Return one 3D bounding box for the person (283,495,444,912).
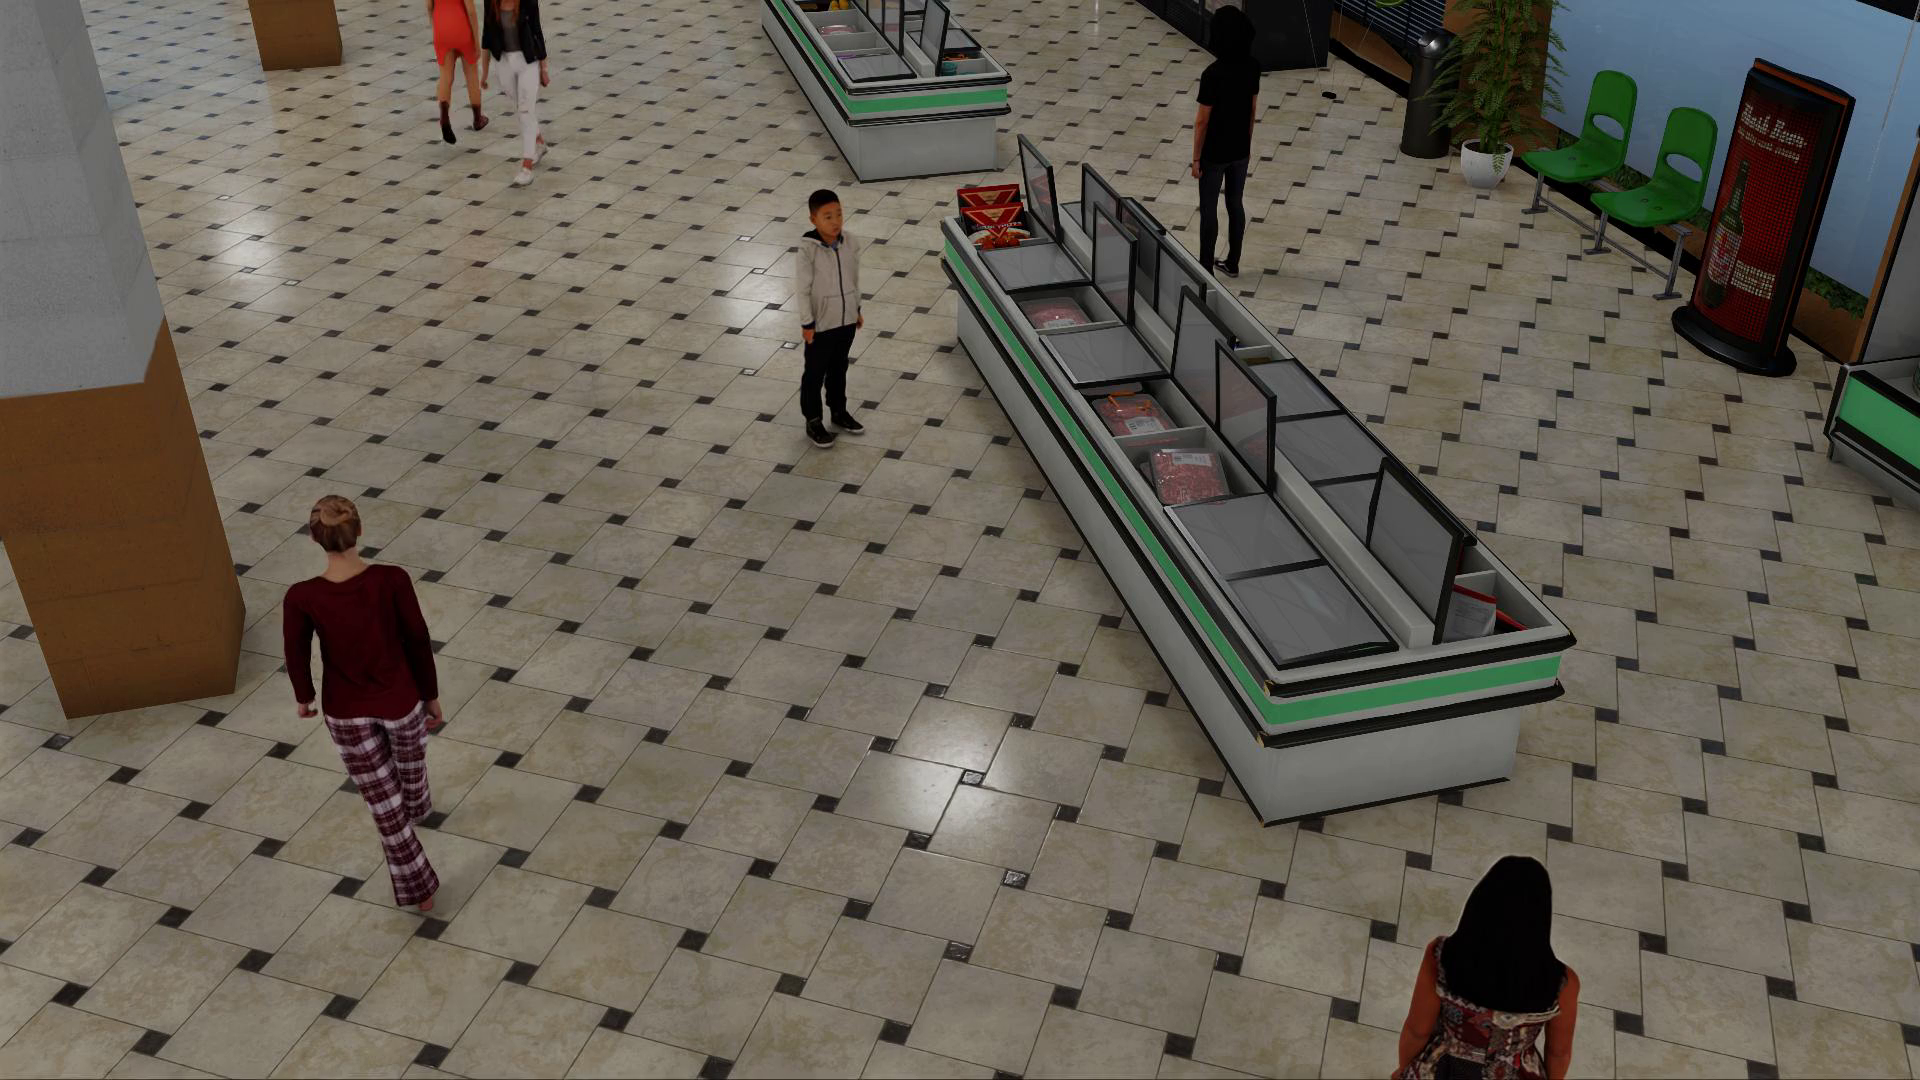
[{"bbox_3d":[-2.096,0.628,5.979,0.756,1.671,1.021,-14,35,-22],"label":"person"}]

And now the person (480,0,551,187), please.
[{"bbox_3d":[-3.390,-3.637,12.847,0.939,1.658,1.208,6,32,9],"label":"person"}]

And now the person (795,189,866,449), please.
[{"bbox_3d":[-0.730,-1.238,9.184,0.651,1.454,0.652,-28,41,-37],"label":"person"}]

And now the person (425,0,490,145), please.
[{"bbox_3d":[-4.144,-4.078,13.518,0.766,1.697,1.108,1,32,1],"label":"person"}]

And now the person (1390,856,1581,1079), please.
[{"bbox_3d":[1.412,1.514,4.580,0.725,1.645,0.721,9,33,14],"label":"person"}]

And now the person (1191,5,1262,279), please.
[{"bbox_3d":[1.763,-2.610,11.033,0.675,1.829,0.603,-16,35,-23],"label":"person"}]
